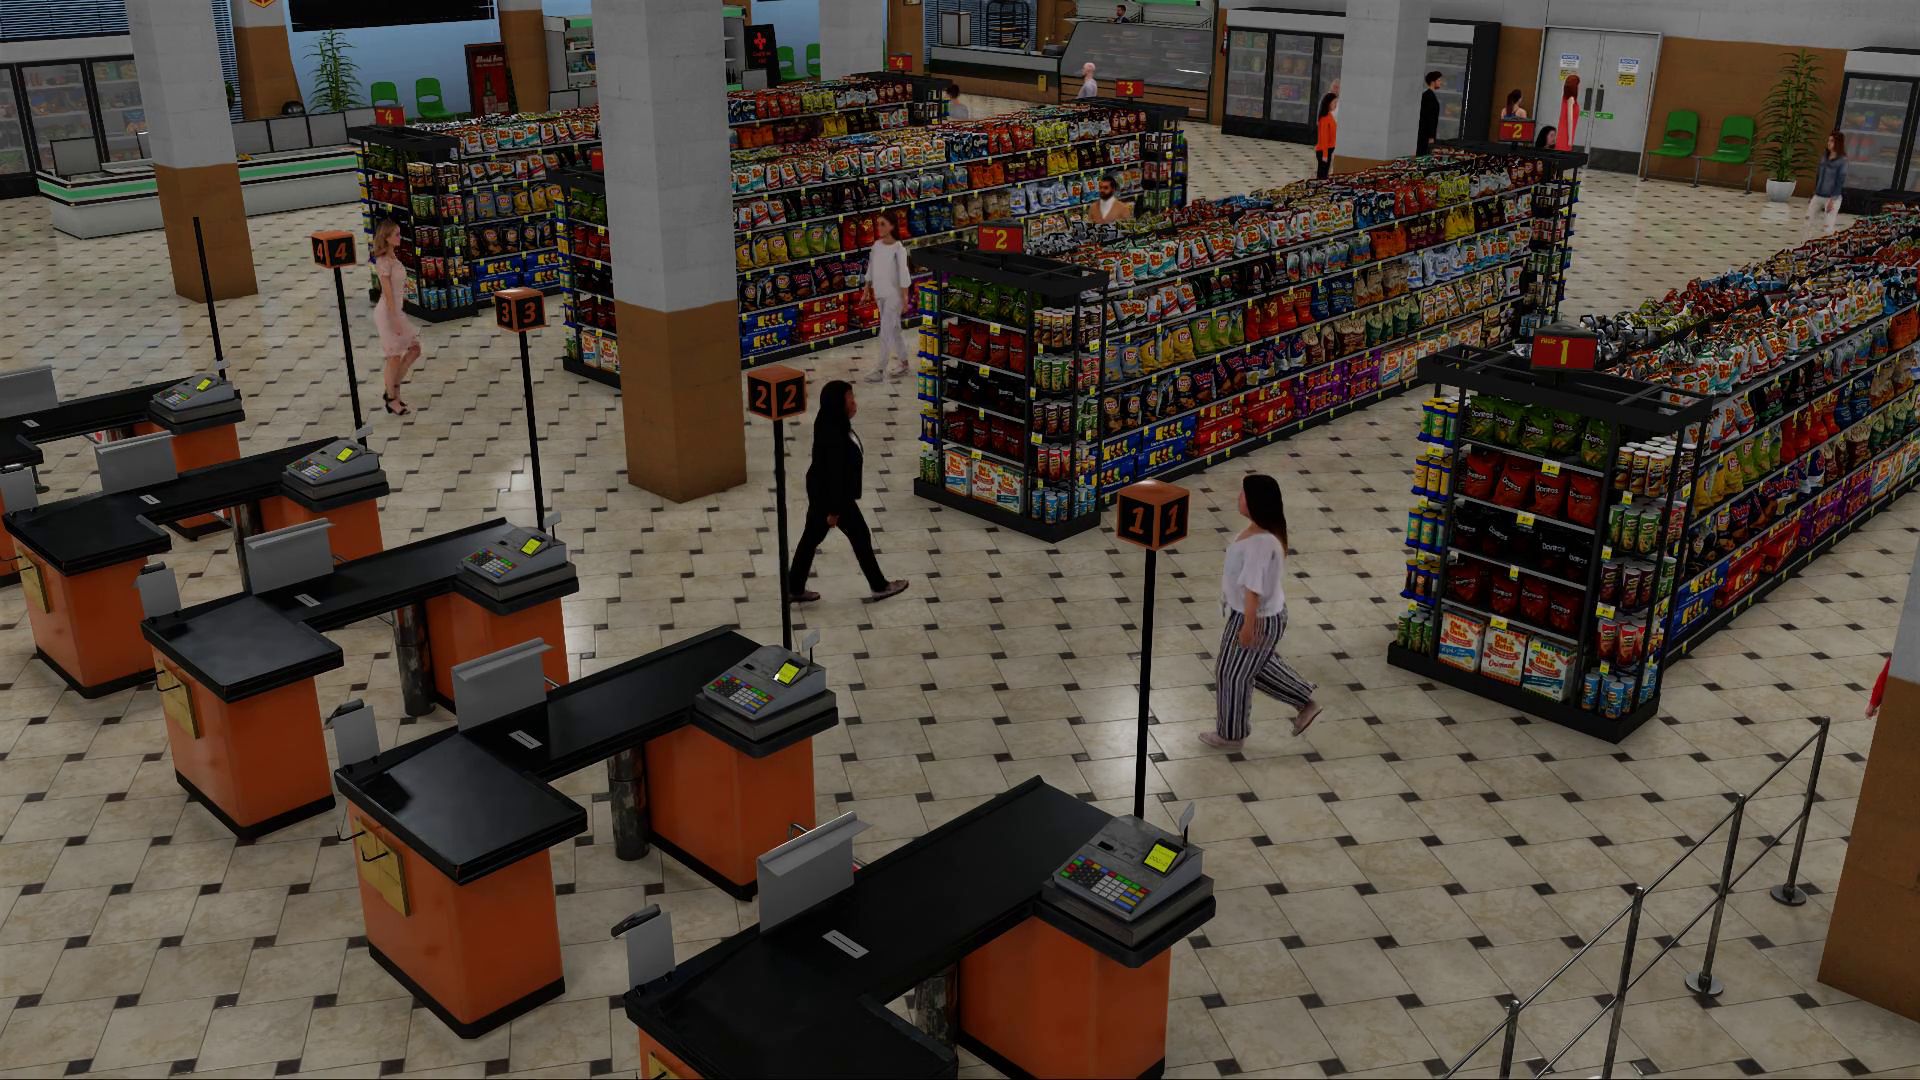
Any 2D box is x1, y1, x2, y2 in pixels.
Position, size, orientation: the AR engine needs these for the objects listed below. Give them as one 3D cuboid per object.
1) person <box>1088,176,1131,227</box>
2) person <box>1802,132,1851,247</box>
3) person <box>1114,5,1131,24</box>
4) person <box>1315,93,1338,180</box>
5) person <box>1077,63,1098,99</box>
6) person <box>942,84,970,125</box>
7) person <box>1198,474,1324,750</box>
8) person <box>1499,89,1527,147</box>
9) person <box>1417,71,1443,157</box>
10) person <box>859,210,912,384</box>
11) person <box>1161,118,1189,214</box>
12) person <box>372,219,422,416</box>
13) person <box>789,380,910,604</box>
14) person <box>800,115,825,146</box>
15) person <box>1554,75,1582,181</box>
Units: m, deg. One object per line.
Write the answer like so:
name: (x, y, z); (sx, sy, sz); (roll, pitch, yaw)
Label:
person: (1.616, -3.009, 17.740); (0.836, 1.742, 1.047); (11, 24, 26)
person: (11.022, -4.292, 21.006); (0.894, 1.686, 0.810); (-7, 23, -18)
person: (3.713, -11.423, 38.511); (0.626, 1.868, 0.561); (20, 30, 41)
person: (5.306, -5.624, 24.238); (0.765, 1.750, 0.654); (6, 23, 15)
person: (2.083, -6.889, 27.266); (0.816, 1.838, 0.733); (2, 22, 6)
person: (0.017, -5.712, 24.355); (0.681, 1.824, 0.779); (20, 29, 40)
person: (1.718, 0.436, 9.276); (0.974, 1.660, 0.984); (6, 23, 16)
person: (8.510, -6.139, 25.708); (0.550, 1.609, 0.522); (20, 29, 40)
person: (7.183, -6.252, 25.610); (0.844, 1.892, 0.772); (1, 22, 2)
person: (-0.630, -2.392, 16.315); (0.920, 1.658, 0.634); (-18, 28, -37)
person: (2.822, -4.841, 22.361); (0.629, 1.695, 0.777); (-9, 24, -21)
person: (-5.271, -2.003, 15.143); (0.775, 1.811, 0.712); (2, 22, 4)
person: (-0.928, -0.267, 11.141); (1.196, 1.574, 0.982); (-6, 23, -16)
person: (-1.932, -4.542, 21.516); (0.696, 1.771, 1.176); (20, 29, 40)
person: (9.336, -6.241, 25.668); (0.737, 1.826, 0.653); (2, 22, 5)
